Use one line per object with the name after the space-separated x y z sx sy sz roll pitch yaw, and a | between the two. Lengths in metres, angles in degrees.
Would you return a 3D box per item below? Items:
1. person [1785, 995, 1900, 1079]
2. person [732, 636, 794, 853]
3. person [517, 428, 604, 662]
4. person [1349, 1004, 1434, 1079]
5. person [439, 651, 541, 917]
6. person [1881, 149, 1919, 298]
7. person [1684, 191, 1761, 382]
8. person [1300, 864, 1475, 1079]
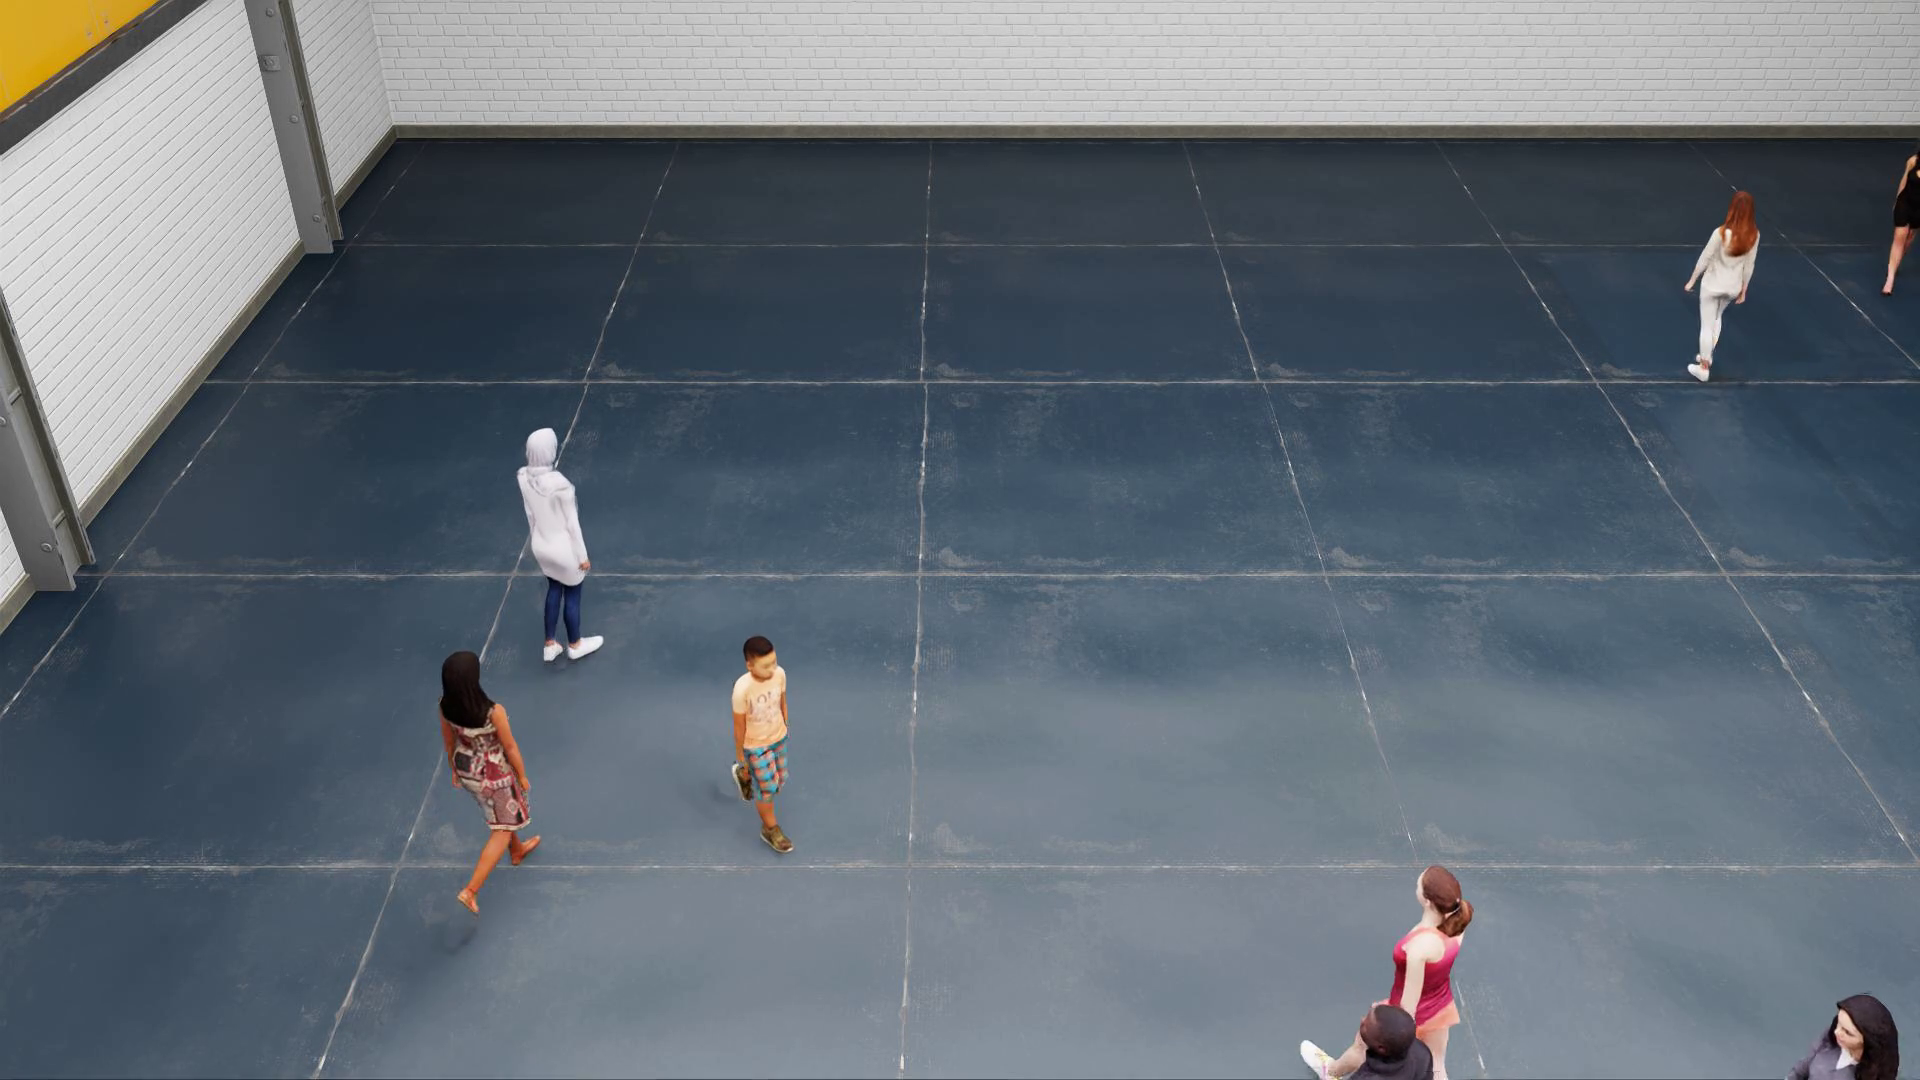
3.839 2.602 7.197 0.703 1.709 1.138 -4 34 -5 | person
-1.197 1.128 9.655 0.885 1.443 0.838 28 42 35 | person
-2.660 0.077 10.938 0.783 1.773 0.839 18 38 25 | person
1.763 2.667 7.015 1.180 1.802 1.129 27 42 34 | person
-2.642 1.341 9.169 0.886 1.625 1.111 13 36 18 | person
9.187 -3.195 16.031 0.976 1.584 1.184 22 39 29 | person
6.603 -2.143 14.351 0.631 1.691 0.668 -4 34 -6 | person
2.182 2.252 7.730 1.046 1.702 1.201 -23 40 -30 | person
